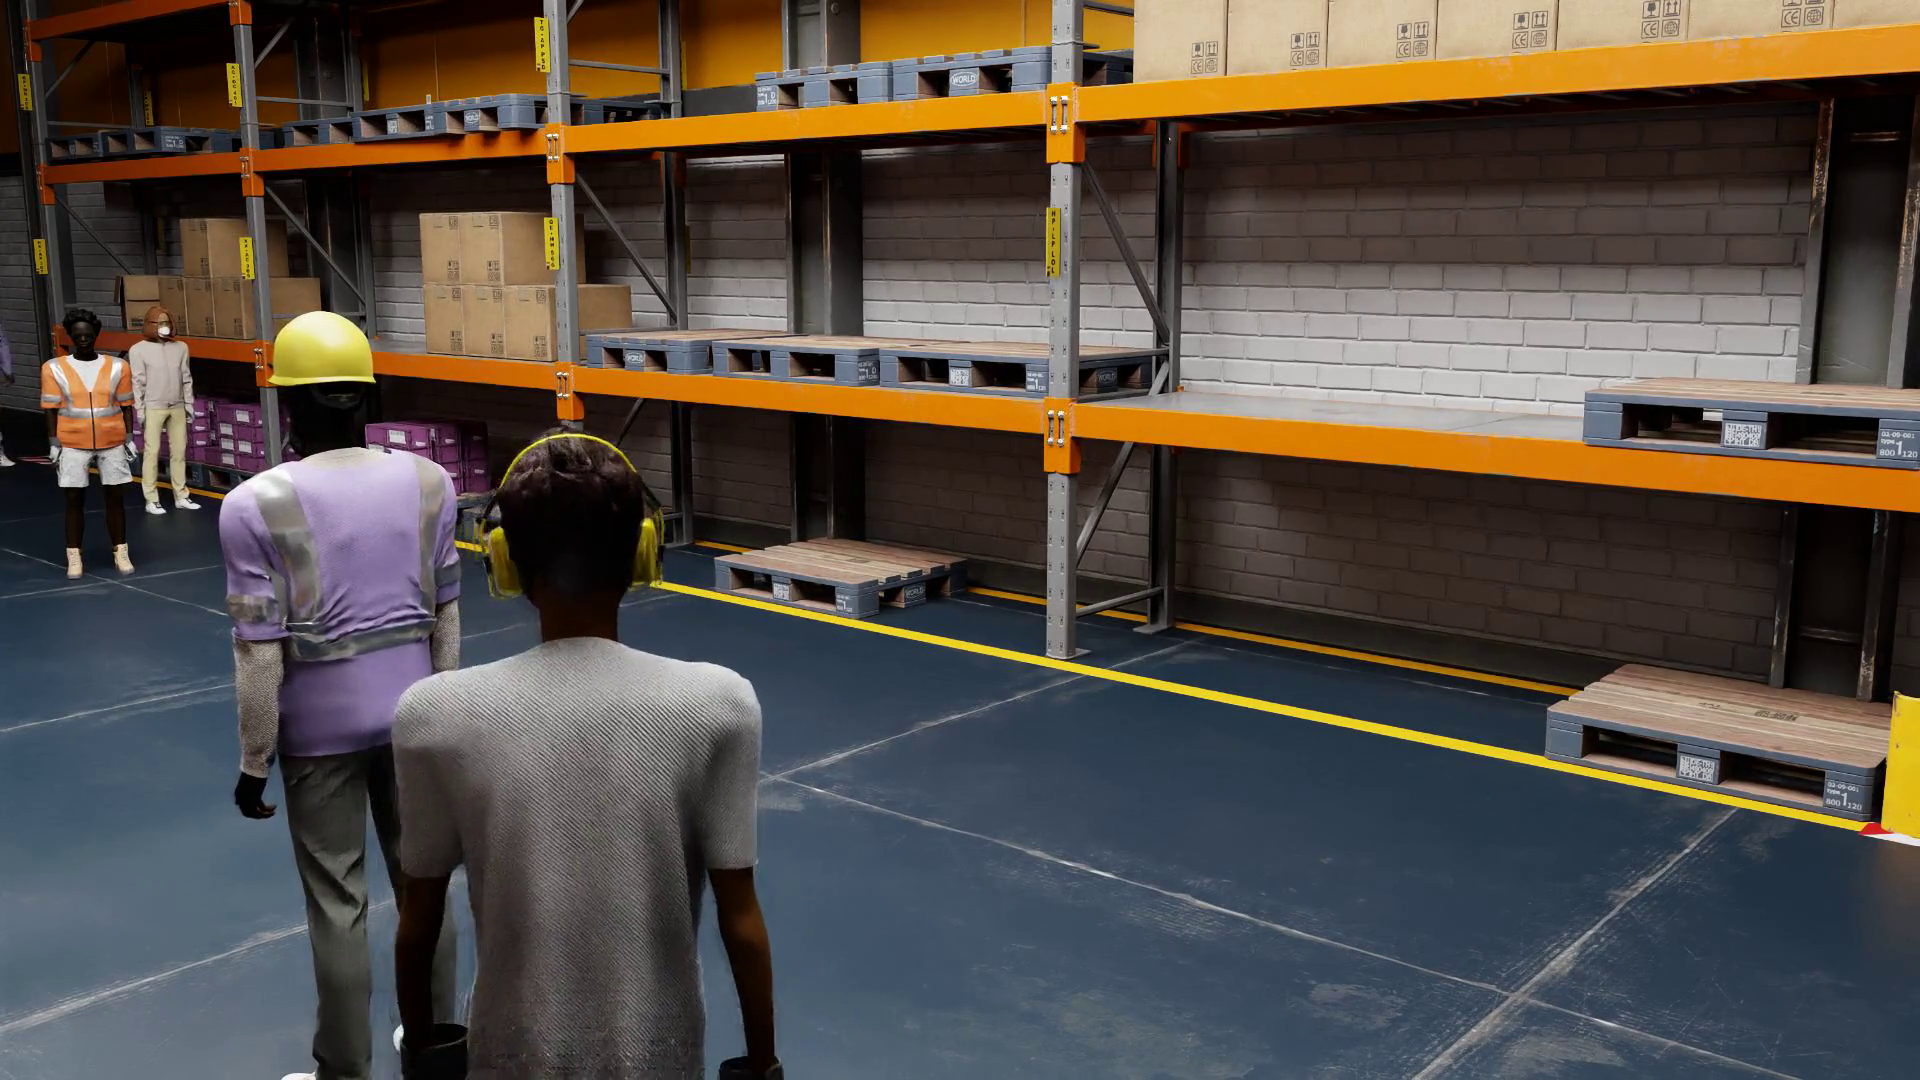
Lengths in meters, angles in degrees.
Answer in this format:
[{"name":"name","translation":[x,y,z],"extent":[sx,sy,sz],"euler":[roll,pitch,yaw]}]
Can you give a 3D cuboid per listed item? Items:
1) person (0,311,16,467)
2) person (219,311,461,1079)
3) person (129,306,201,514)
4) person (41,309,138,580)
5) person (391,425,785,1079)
[{"name":"person","translation":[-9.280,-1.618,15.703],"extent":[0.451,1.897,0.694],"euler":[5,11,28]},{"name":"person","translation":[-1.464,0.425,3.983],"extent":[0.366,1.927,0.585],"euler":[8,13,37]},{"name":"person","translation":[-6.246,-1.016,13.060],"extent":[0.284,1.626,0.495],"euler":[6,12,31]},{"name":"person","translation":[-5.479,-0.606,10.507],"extent":[0.536,1.696,0.322],"euler":[-6,12,-33]},{"name":"person","translation":[-0.538,0.747,2.450],"extent":[0.562,1.830,0.866],"euler":[-2,10,-10]}]
